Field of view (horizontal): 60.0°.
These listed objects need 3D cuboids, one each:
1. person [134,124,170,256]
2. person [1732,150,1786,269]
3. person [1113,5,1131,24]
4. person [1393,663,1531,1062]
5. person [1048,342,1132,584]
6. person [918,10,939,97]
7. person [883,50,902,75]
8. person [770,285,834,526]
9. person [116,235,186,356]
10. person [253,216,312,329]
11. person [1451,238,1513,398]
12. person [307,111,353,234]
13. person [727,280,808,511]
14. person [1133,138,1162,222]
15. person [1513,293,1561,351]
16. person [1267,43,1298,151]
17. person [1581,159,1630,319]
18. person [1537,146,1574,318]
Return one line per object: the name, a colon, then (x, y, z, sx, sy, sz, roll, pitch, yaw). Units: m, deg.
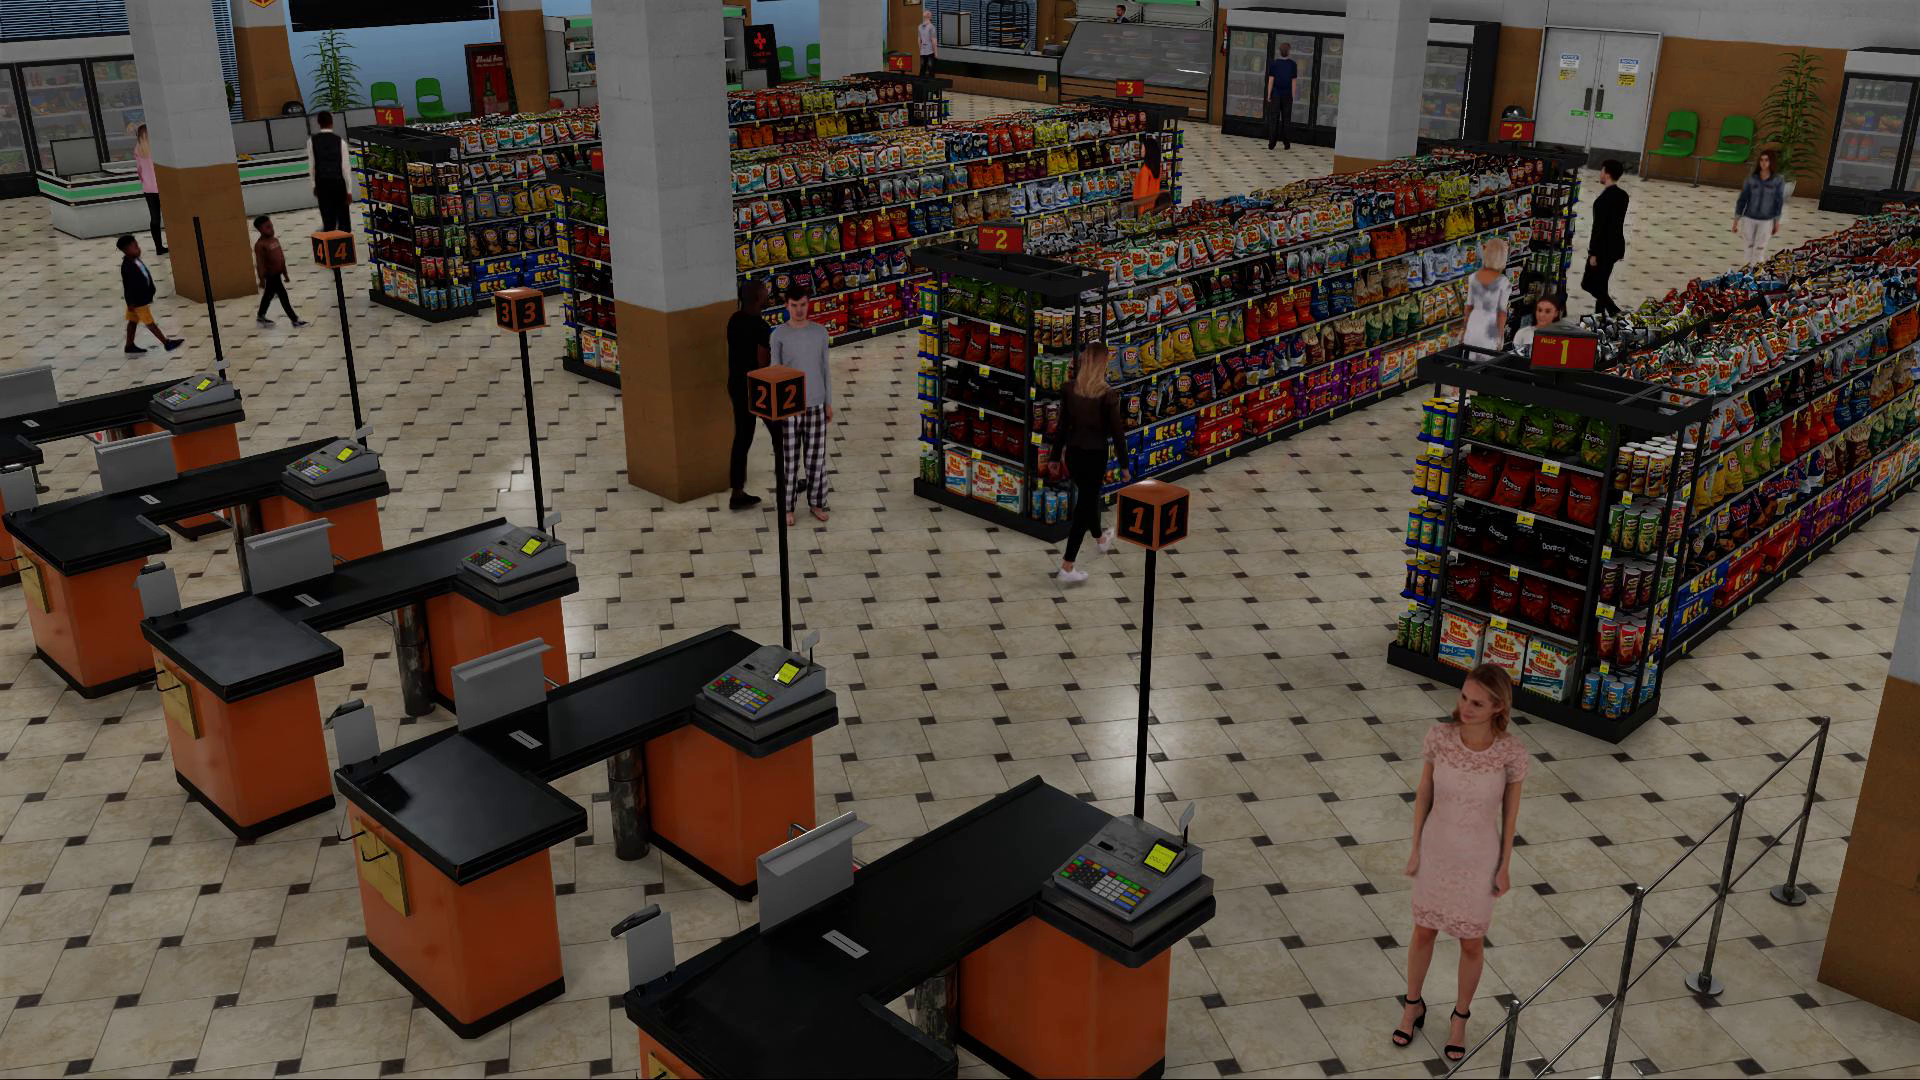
person: (-10.476, -4.566, 21.687, 0.683, 1.688, 0.695, 6, 23, 15)
person: (9.490, -3.779, 19.735, 0.731, 1.682, 0.960, 15, 26, 33)
person: (3.712, -11.418, 38.500, 0.632, 1.867, 0.550, 20, 30, 41)
person: (2.064, 1.323, 6.859, 0.620, 1.816, 0.589, 12, 25, 27)
person: (0.836, -0.498, 11.618, 0.783, 1.648, 1.116, 18, 28, 38)
person: (-0.717, -10.955, 37.384, 0.672, 1.838, 0.591, 18, 28, 37)
person: (-1.224, -7.845, 29.816, 1.191, 1.711, 0.733, -17, 28, -36)
person: (-1.212, -1.037, 12.689, 0.616, 1.847, 0.761, -8, 23, -19)
person: (-8.552, -2.501, 17.139, 0.916, 1.246, 0.769, -6, 23, -15)
person: (-7.574, -2.910, 18.189, 0.890, 1.222, 0.903, 4, 22, 10)
person: (4.589, -1.777, 14.694, 0.606, 1.726, 0.984, 19, 28, 38)
person: (-8.001, -4.443, 21.110, 1.290, 1.889, 1.155, -6, 23, -15)
person: (-1.680, -1.093, 12.907, 0.658, 1.789, 0.965, 20, 30, 41)
person: (2.292, -3.995, 20.183, 0.752, 1.748, 0.616, 9, 24, 22)
person: (4.533, -1.132, 13.151, 0.706, 1.680, 0.903, 14, 26, 31)
person: (5.803, -8.003, 29.995, 0.732, 1.871, 0.757, 3, 22, 6)
person: (6.970, -3.084, 17.753, 0.806, 1.871, 0.780, -18, 28, -37)
person: (6.715, -3.395, 18.516, 0.896, 1.879, 0.723, 15, 27, 33)
